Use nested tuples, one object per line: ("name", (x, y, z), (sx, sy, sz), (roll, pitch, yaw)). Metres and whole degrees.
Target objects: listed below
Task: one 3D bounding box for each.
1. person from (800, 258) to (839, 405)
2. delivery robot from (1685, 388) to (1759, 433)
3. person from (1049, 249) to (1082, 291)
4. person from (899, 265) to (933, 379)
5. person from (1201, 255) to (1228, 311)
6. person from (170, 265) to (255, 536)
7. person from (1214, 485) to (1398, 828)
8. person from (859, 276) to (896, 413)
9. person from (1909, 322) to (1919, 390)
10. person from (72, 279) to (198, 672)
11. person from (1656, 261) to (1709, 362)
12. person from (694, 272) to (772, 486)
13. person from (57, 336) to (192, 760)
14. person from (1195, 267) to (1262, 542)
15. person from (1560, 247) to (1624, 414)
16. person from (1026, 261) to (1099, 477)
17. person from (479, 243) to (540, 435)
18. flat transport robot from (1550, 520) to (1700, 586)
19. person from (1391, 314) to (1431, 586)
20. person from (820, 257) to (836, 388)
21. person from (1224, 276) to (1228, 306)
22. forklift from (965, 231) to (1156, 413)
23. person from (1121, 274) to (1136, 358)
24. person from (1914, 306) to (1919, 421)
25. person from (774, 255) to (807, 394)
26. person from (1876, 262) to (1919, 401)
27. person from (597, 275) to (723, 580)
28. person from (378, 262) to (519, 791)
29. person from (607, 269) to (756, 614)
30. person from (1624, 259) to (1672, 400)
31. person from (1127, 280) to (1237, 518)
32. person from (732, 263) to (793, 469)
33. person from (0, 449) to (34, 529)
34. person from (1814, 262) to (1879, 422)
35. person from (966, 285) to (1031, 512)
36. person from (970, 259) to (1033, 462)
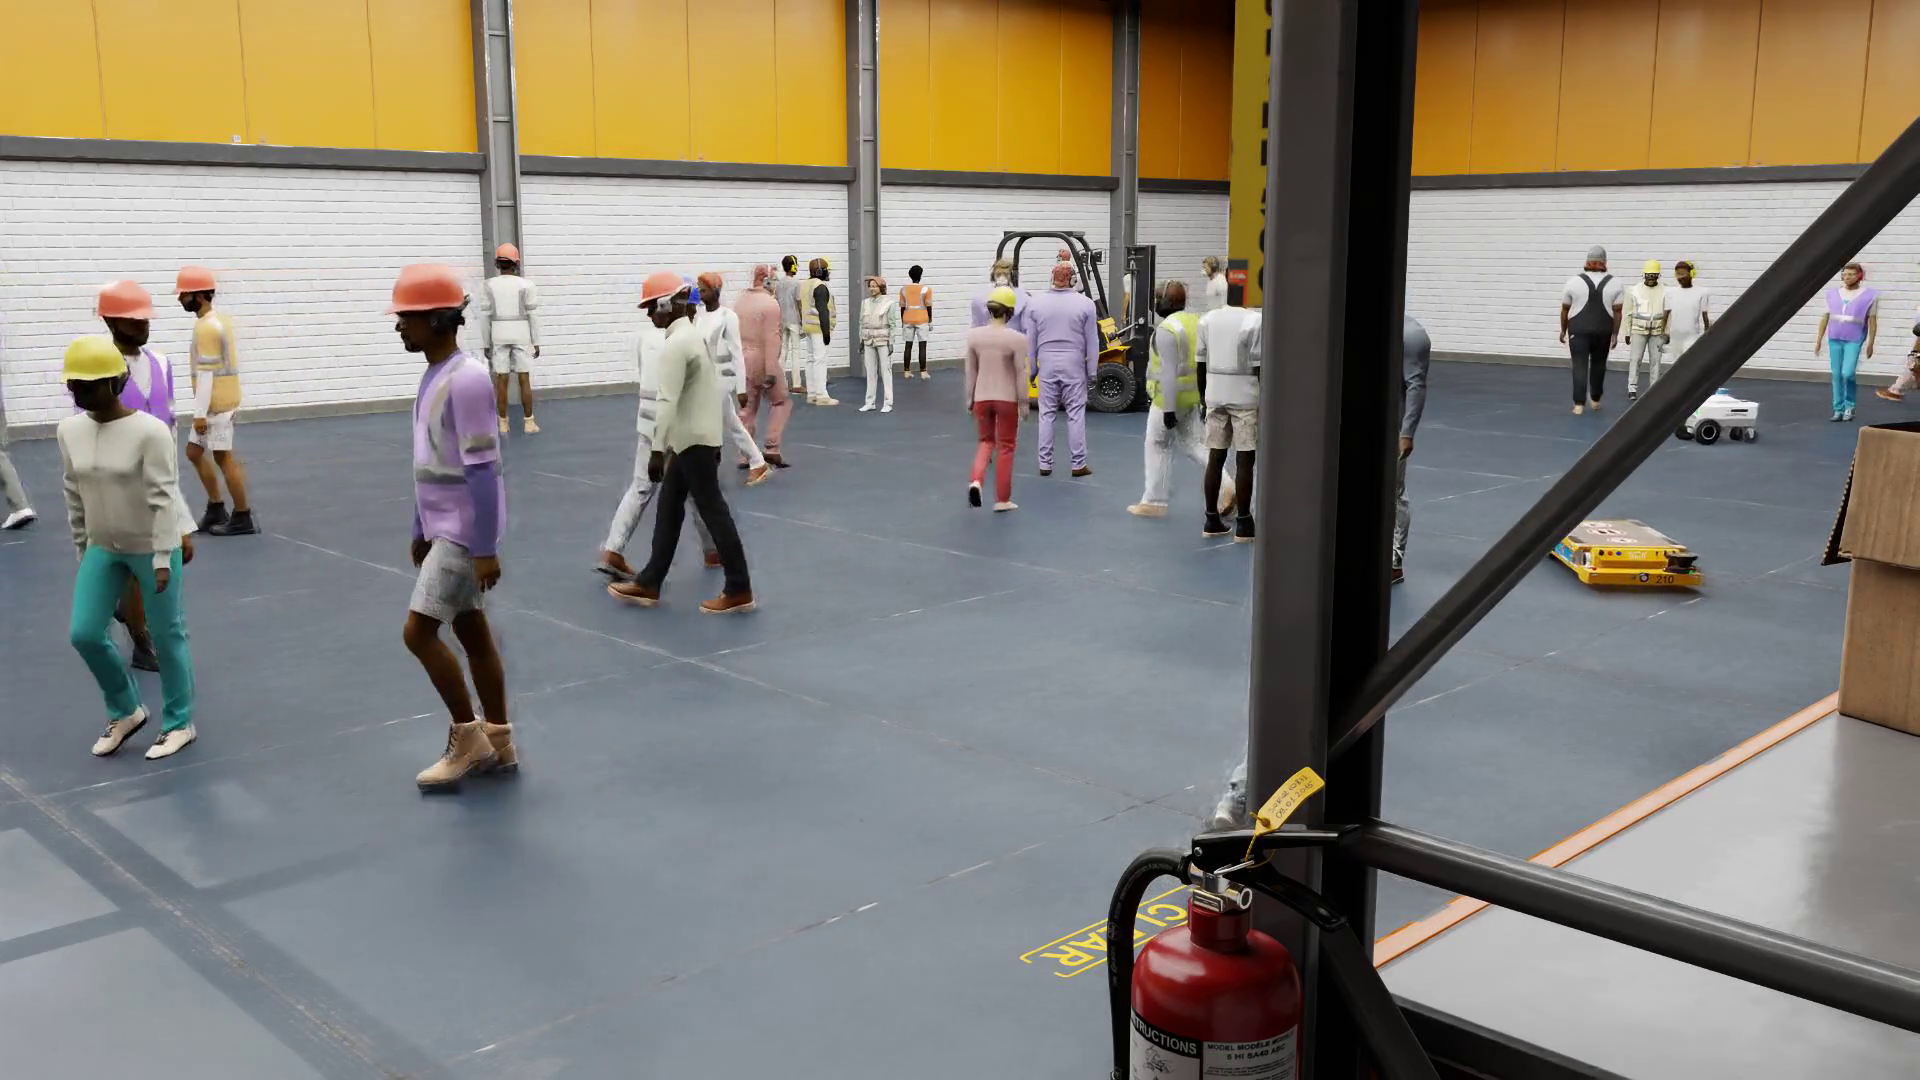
("person", (-1.776, -2.625, 21.000), (0.429, 1.845, 0.622), (-5, 12, -26))
("delivery robot", (7.827, -1.320, 17.138), (0.707, 0.478, 0.477), (-1, 10, -5))
("person", (1.628, -3.627, 26.277), (0.648, 1.913, 0.409), (-8, 13, -36))
("person", (-0.651, -3.224, 24.685), (0.531, 1.694, 0.320), (4, 11, 21))
("person", (3.526, -2.833, 22.084), (0.872, 1.886, 0.651), (0, 10, 0))
("person", (-5.328, -0.962, 11.720), (0.612, 1.915, 0.587), (-3, 11, -17))
("person", (1.158, 0.277, 5.488), (0.497, 1.721, 0.655), (10, 14, 42))
("person", (-0.995, -2.359, 20.100), (0.514, 1.641, 0.308), (6, 12, 30))
("person", (3.500, 0.124, 5.973), (0.517, 1.860, 0.319), (-8, 13, -37))
("person", (-4.046, -0.306, 8.133), (0.504, 1.926, 0.547), (5, 11, 25))
("person", (8.483, -2.348, 19.535), (0.519, 1.822, 0.876), (9, 14, 40))
("person", (-1.998, -1.316, 13.922), (1.015, 1.846, 0.593), (-7, 13, -35))
("person", (-3.353, 0.049, 6.698), (0.534, 1.742, 0.474), (1, 10, 7))
("person", (1.927, -0.969, 11.628), (0.361, 1.964, 0.616), (-10, 15, -44))
("person", (7.634, -2.573, 20.176), (0.686, 2.000, 1.002), (2, 11, 13))
("person", (0.917, -1.514, 14.768), (0.650, 1.906, 0.401), (3, 11, 15))
("person", (-4.803, -2.138, 17.794), (0.605, 2.045, 0.377), (-1, 10, -5))
("flat transport robot", (4.176, 0.056, 10.670), (0.652, 0.197, 1.431), (1, 10, 5))
("person", (2.561, -0.689, 10.179), (0.372, 1.940, 0.631), (-7, 13, -34))
("person", (-1.945, -3.057, 23.393), (0.404, 1.827, 0.601), (-4, 11, -20))
("person", (3.598, -2.699, 22.019), (0.664, 1.607, 0.500), (5, 12, 27))
("forklift", (1.222, -2.721, 20.561), (2.313, 2.155, 1.214), (2, 11, 13))
("person", (2.752, -3.540, 25.978), (0.506, 1.847, 0.343), (-5, 11, -25))
("person", (8.975, -1.536, 15.065), (0.429, 1.844, 0.627), (-10, 14, -42))
("person", (-2.282, -2.902, 22.434), (0.515, 1.872, 0.328), (7, 12, 33))
("person", (12.394, -2.711, 21.221), (0.619, 1.944, 1.016), (-8, 13, -37))
("person", (-1.843, -0.694, 10.347), (0.625, 1.892, 1.046), (9, 14, 41))
("person", (-1.991, -0.037, 6.376), (0.585, 2.023, 0.648), (-5, 12, -27))
("person", (-1.611, -0.544, 9.396), (0.970, 1.928, 0.708), (0, 10, -1))
("person", (8.911, -2.712, 21.536), (0.592, 1.824, 0.403), (2, 11, 13))
("person", (1.704, -1.045, 12.490), (0.867, 1.808, 0.635), (7, 12, 33))
("person", (-1.795, -1.583, 15.224), (0.662, 1.883, 0.571), (9, 14, 41))
("person", (-7.187, -0.988, 12.017), (0.961, 1.873, 0.591), (3, 11, 17))
("person", (10.111, -2.254, 19.007), (0.460, 1.827, 0.572), (-8, 13, -38))
("person", (0.285, -1.071, 12.778), (0.538, 1.752, 0.414), (5, 12, 27))
("person", (0.389, -1.681, 15.674), (0.660, 1.901, 0.962), (2, 11, 11))
